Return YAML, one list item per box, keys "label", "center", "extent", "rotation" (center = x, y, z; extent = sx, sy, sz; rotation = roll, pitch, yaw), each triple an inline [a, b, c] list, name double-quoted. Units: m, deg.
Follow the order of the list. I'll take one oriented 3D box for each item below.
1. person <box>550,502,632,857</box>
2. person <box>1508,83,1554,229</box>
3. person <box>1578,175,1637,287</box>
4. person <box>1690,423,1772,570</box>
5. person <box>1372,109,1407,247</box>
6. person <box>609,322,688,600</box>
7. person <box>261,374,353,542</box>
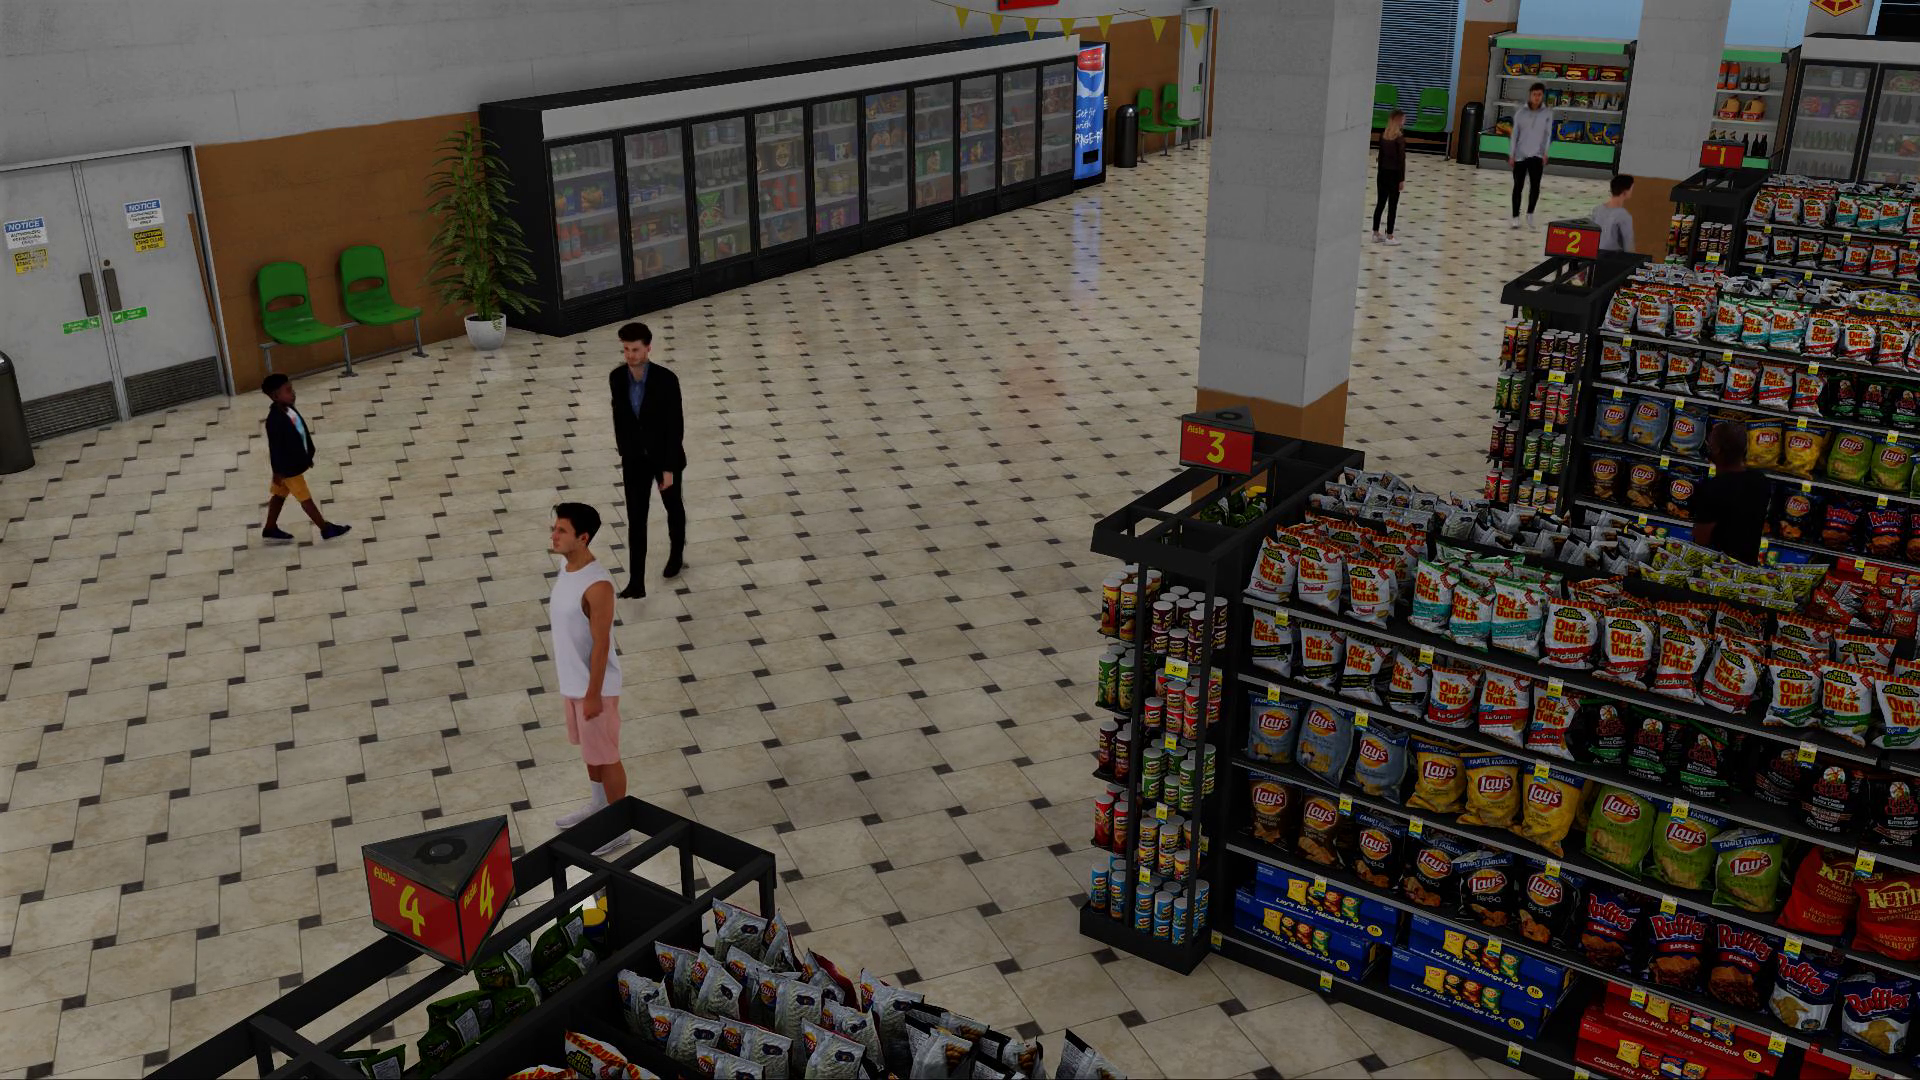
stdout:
- label: "person"
  center: [-1.776, 0.649, 7.998]
  extent: [0.782, 1.792, 0.656]
  rotation: [-12, 25, -28]
- label: "person"
  center: [7.590, -5.141, 22.246]
  extent: [0.732, 1.913, 0.837]
  rotation: [6, 23, 15]
- label: "person"
  center: [6.101, -2.542, 15.925]
  extent: [1.135, 1.803, 1.187]
  rotation: [-8, 23, -20]
- label: "person"
  center: [4.120, 0.295, 8.878]
  extent: [0.921, 1.793, 1.062]
  rotation: [-10, 24, -24]
- label: "person"
  center: [5.489, -4.644, 21.287]
  extent: [0.743, 1.704, 0.611]
  rotation: [-12, 25, -27]
- label: "person"
  center: [-1.990, -0.554, 10.947]
  extent: [1.199, 1.826, 1.062]
  rotation: [4, 22, 10]
- label: "person"
  center: [-4.799, -0.549, 11.720]
  extent: [0.922, 1.240, 0.851]
  rotation: [-3, 22, -7]
